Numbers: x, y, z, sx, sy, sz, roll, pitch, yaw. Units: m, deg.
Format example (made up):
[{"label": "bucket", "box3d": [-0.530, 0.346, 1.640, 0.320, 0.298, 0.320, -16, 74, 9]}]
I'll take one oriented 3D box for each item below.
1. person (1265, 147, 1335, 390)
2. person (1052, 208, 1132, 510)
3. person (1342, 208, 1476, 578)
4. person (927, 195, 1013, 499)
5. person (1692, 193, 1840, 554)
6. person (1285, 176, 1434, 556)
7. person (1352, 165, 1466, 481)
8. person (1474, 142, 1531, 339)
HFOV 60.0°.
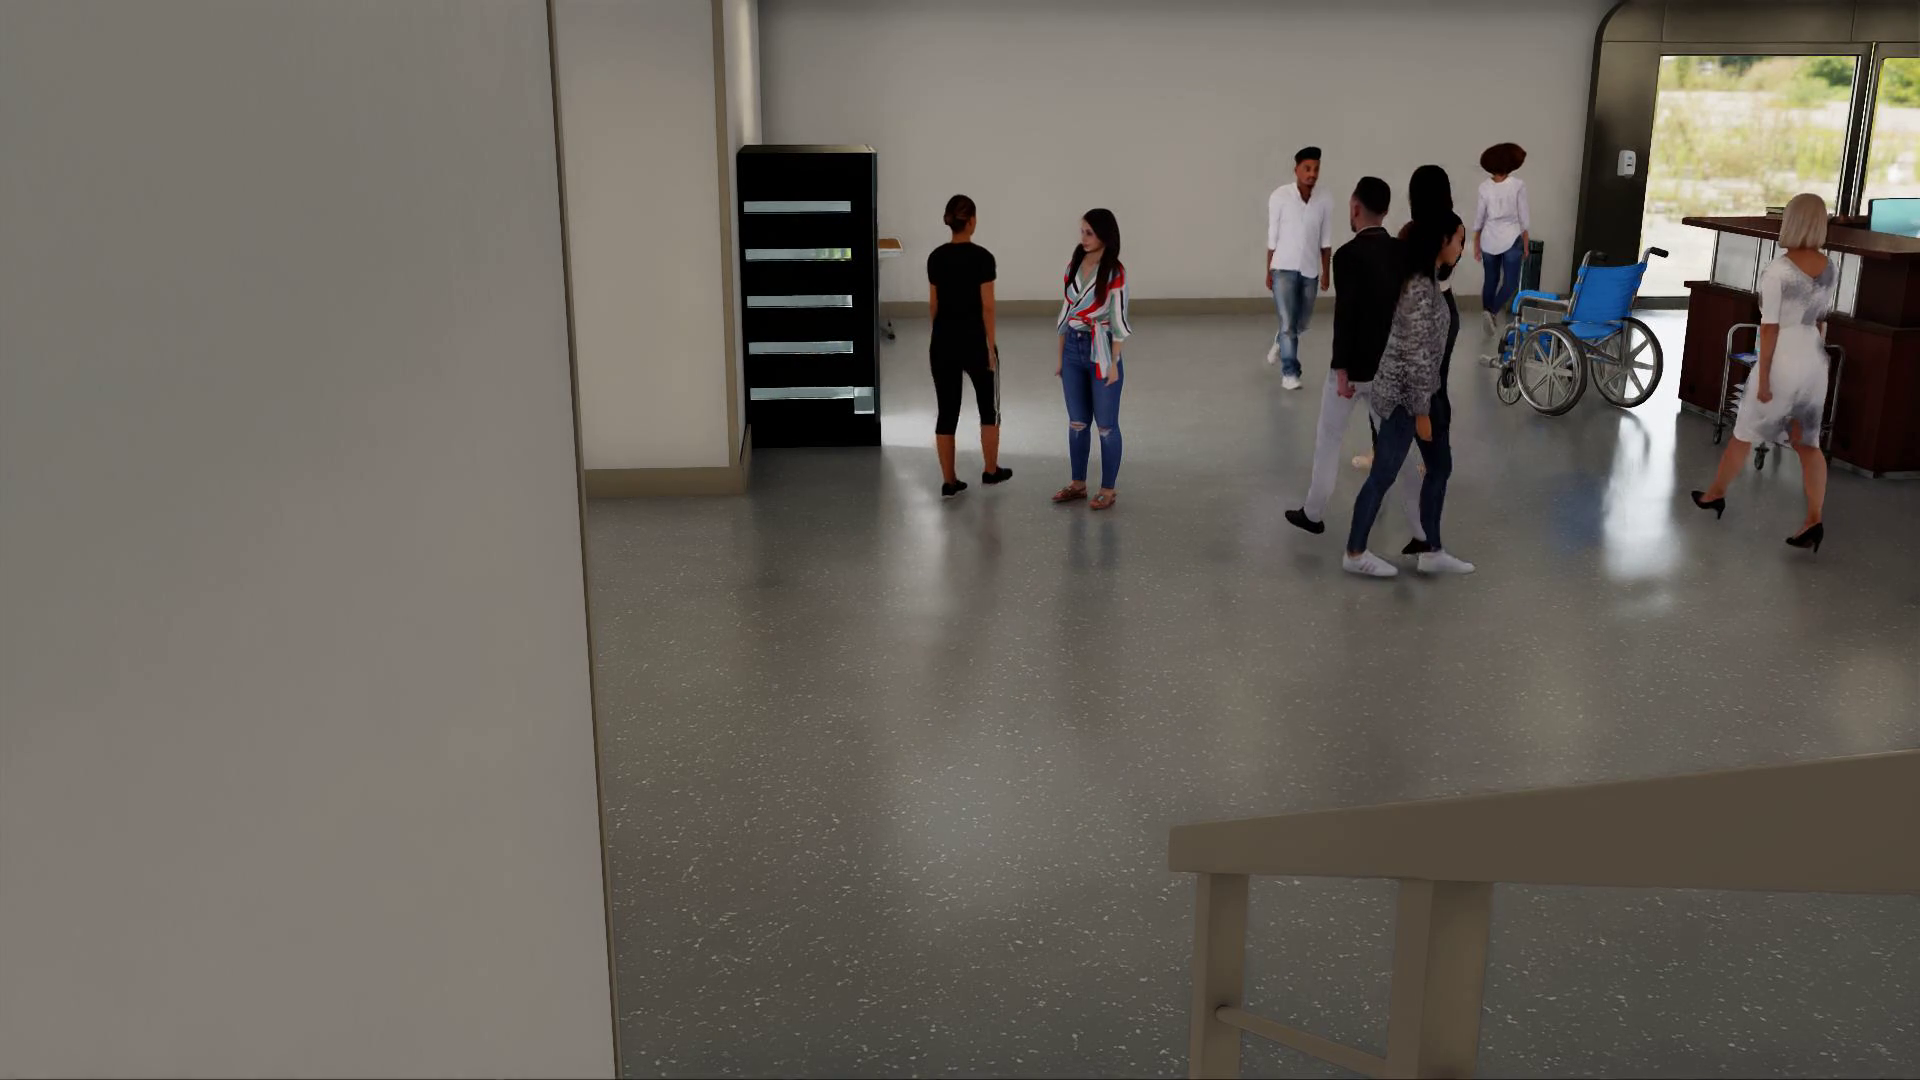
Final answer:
[{"label": "person", "box3d": [2.473, -2.022, 12.430, 0.653, 1.756, 1.078, -1, 16, -5]}, {"label": "person", "box3d": [0.726, -0.988, 9.026, 0.653, 1.613, 0.713, 13, 20, 38]}, {"label": "person", "box3d": [1.969, -0.646, 7.643, 0.902, 1.704, 0.896, 5, 16, 17]}, {"label": "person", "box3d": [-0.019, -1.040, 9.136, 0.795, 1.654, 0.894, 7, 17, 25]}, {"label": "person", "box3d": [4.094, -0.767, 8.090, 0.647, 1.695, 1.120, -3, 16, -11]}, {"label": "person", "box3d": [2.014, -0.768, 7.931, 0.956, 1.783, 1.320, -6, 17, -21]}, {"label": "person", "box3d": [2.670, -1.179, 9.373, 0.787, 1.792, 0.897, -7, 17, -23]}, {"label": "person", "box3d": [4.788, -2.650, 14.763, 1.031, 1.697, 1.079, 13, 20, 38]}]
